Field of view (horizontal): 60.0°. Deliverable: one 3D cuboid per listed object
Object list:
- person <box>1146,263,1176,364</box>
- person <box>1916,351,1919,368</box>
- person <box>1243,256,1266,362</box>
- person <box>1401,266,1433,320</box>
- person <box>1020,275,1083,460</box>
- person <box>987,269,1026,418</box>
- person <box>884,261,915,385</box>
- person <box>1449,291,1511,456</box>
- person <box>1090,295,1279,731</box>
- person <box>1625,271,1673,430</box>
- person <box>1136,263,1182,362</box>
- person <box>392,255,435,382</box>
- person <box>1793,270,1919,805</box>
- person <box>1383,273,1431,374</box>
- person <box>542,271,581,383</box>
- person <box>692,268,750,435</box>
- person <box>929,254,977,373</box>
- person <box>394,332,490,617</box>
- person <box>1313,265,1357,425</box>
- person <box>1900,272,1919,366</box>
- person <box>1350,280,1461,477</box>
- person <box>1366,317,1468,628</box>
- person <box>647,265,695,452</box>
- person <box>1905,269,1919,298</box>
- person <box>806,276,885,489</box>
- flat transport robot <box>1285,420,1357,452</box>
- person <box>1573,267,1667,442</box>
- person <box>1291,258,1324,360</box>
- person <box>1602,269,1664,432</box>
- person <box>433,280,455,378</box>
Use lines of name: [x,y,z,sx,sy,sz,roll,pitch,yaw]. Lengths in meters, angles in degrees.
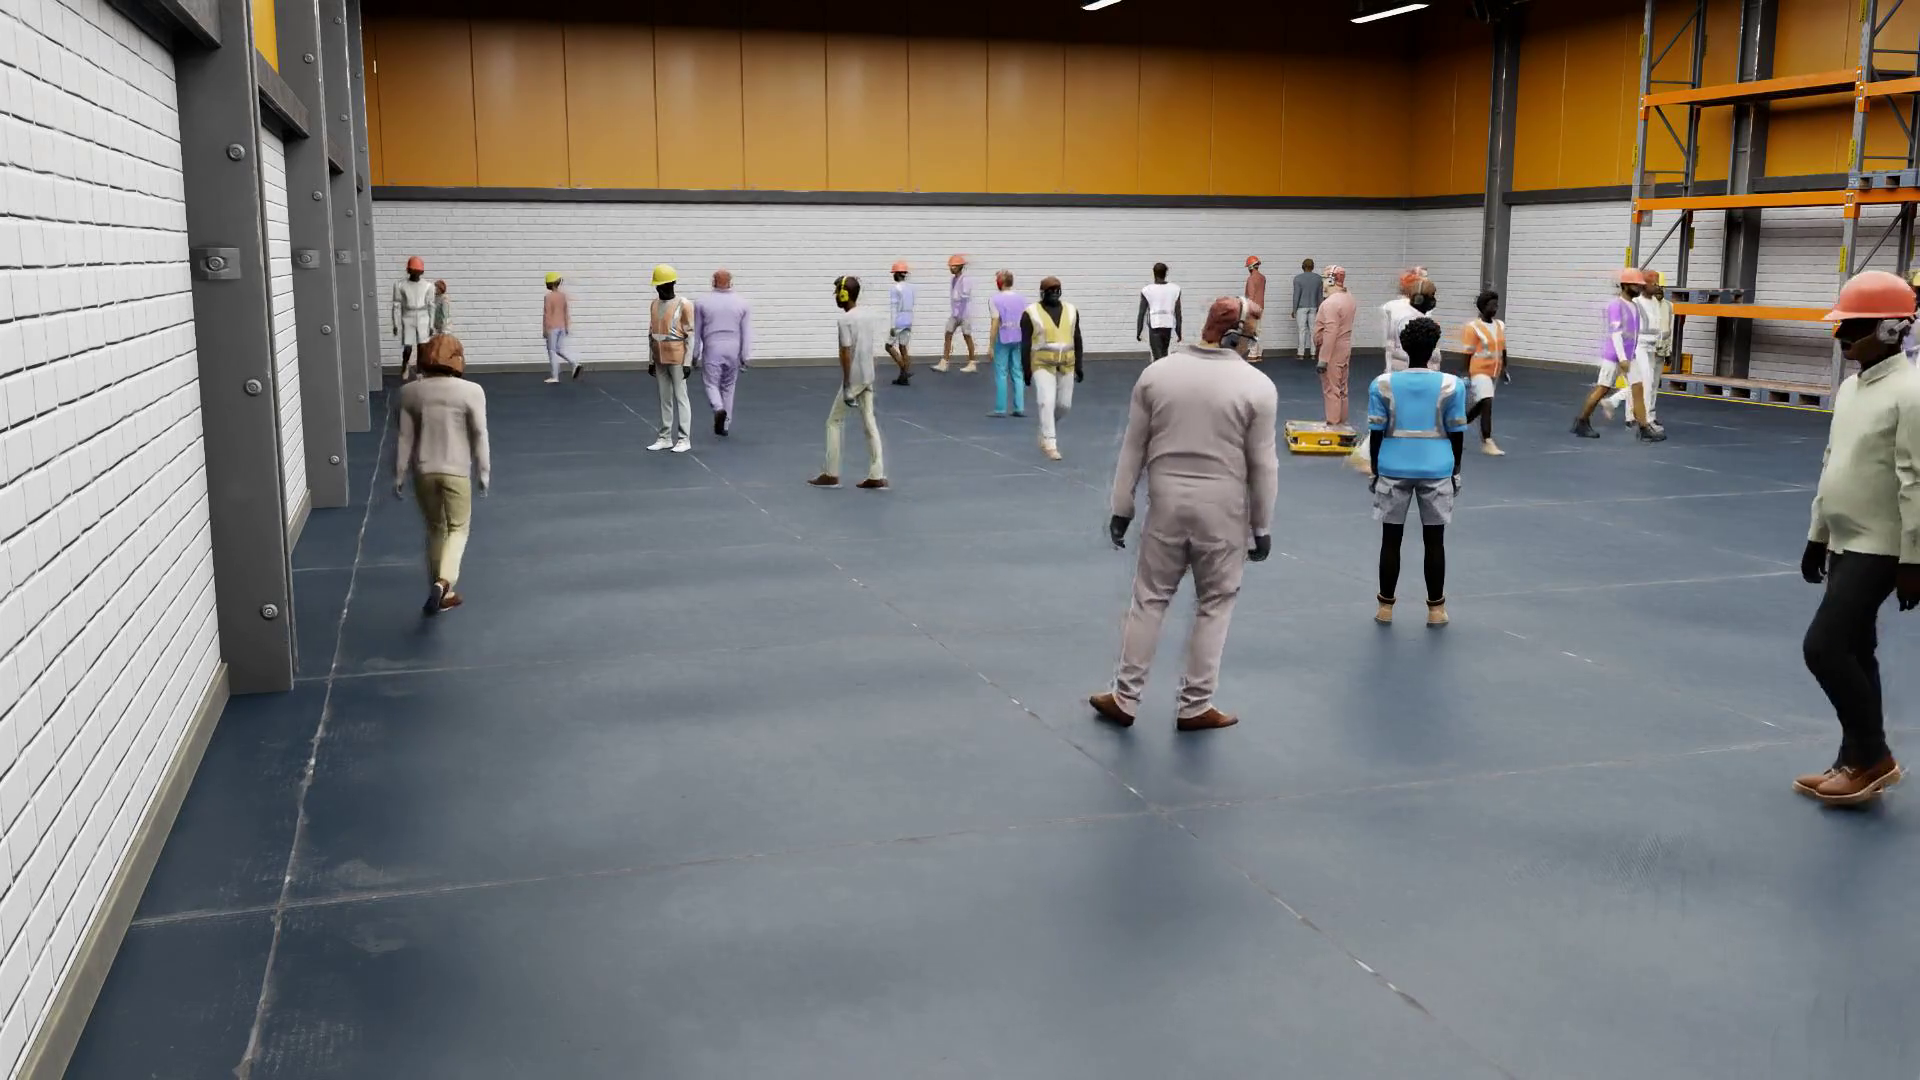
person: [3.508,-3.888,28.990,0.533,1.868,0.310,3,10,15]
person: [7.963,-1.128,13.696,0.530,1.624,0.527,7,12,36]
person: [5.511,-4.336,31.246,0.393,1.985,0.611,7,12,34]
person: [6.054,-2.740,22.330,0.885,1.878,0.646,5,11,28]
person: [0.898,-1.739,16.689,0.621,1.823,0.760,-3,10,-19]
person: [0.589,-2.430,20.614,0.569,1.843,0.372,-8,13,-39]
person: [-0.933,-3.341,25.664,0.399,1.920,0.574,7,12,35]
person: [5.295,-1.712,16.971,0.528,1.667,0.799,-6,11,-31]
person: [0.972,-0.105,7.120,0.777,1.865,0.473,5,11,26]
person: [7.982,-2.187,19.244,0.591,1.833,0.404,-2,10,-14]
person: [2.858,-3.074,24.210,0.626,1.884,0.868,-3,10,-15]
person: [-8.282,-3.308,25.247,0.621,2.010,0.713,-5,11,-28]
person: [3.282,0.013,6.088,0.458,1.972,0.647,1,10,7]
person: [4.783,-1.948,17.910,0.560,1.835,0.976,8,12,37]
person: [-6.296,-3.323,26.059,0.504,1.753,0.528,4,10,21]
person: [-2.633,-2.069,18.429,0.650,1.878,0.722,-3,10,-19]
person: [-0.104,-3.835,28.267,0.944,2.000,0.623,-6,11,-29]
person: [-2.907,-0.351,9.274,0.534,1.603,0.658,1,10,4]
person: [3.957,-1.962,17.728,0.406,1.911,0.637,6,11,31]
person: [8.412,-1.433,14.671,0.581,1.903,0.508,-9,13,-42]
person: [4.077,-1.463,15.152,0.941,1.809,0.617,6,11,30]
person: [2.480,-0.361,9.070,0.532,1.696,0.319,3,10,17]
person: [-2.987,-1.857,17.092,0.585,1.917,0.382,7,12,34]
person: [9.231,-1.689,16.217,0.641,1.899,1.009,5,11,28]
person: [-0.982,-1.352,14.428,0.823,1.834,0.542,6,12,32]
flat transport robot: [3.768,-1.092,17.421,0.652,0.197,1.431,1,10,8]
person: [7.211,-2.018,18.142,0.549,1.891,1.015,-7,12,-37]
person: [6.645,-4.421,31.872,0.635,1.938,0.359,-3,10,-17]
person: [7.786,-2.184,19.145,0.593,1.863,0.733,-8,13,-39]
person: [-8.235,-3.313,26.416,0.327,1.610,0.618,-6,11,-30]
